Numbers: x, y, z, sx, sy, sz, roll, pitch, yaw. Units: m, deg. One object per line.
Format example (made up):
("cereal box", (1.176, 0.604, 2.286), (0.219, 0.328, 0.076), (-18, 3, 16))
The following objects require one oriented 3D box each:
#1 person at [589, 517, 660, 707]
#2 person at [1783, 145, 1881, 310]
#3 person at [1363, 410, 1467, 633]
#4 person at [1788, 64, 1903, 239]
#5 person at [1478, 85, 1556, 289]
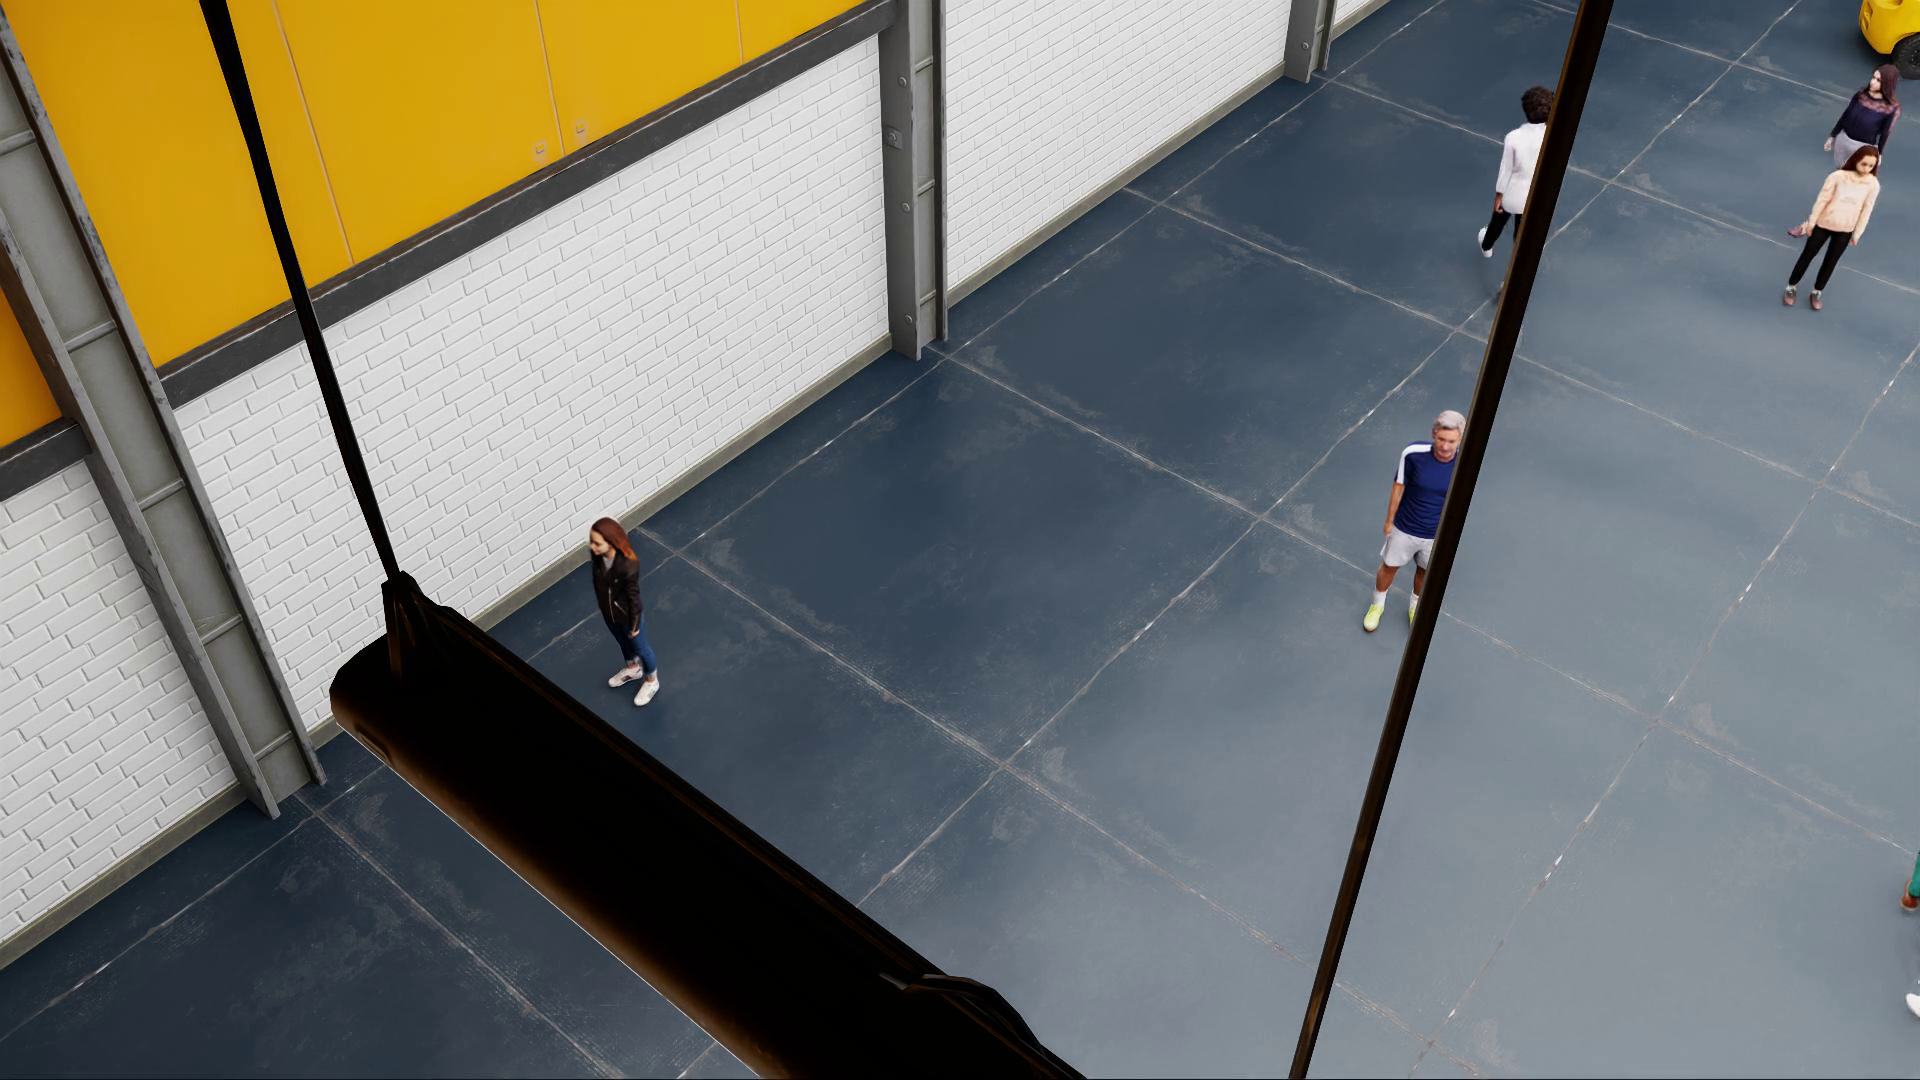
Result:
("person", (-2.123, 0.413, 10.467), (0.556, 1.482, 0.506), (28, 50, 26))
("person", (7.165, -2.577, 13.608), (0.643, 1.480, 0.632), (15, 46, 15))
("person", (2.997, -0.121, 10.770), (0.722, 1.838, 0.729), (6, 44, 7))
("person", (7.754, -3.359, 14.372), (1.129, 1.557, 0.928), (-16, 46, -16))
("person", (4.630, -2.789, 13.637), (1.075, 1.746, 1.226), (2, 44, 2))
